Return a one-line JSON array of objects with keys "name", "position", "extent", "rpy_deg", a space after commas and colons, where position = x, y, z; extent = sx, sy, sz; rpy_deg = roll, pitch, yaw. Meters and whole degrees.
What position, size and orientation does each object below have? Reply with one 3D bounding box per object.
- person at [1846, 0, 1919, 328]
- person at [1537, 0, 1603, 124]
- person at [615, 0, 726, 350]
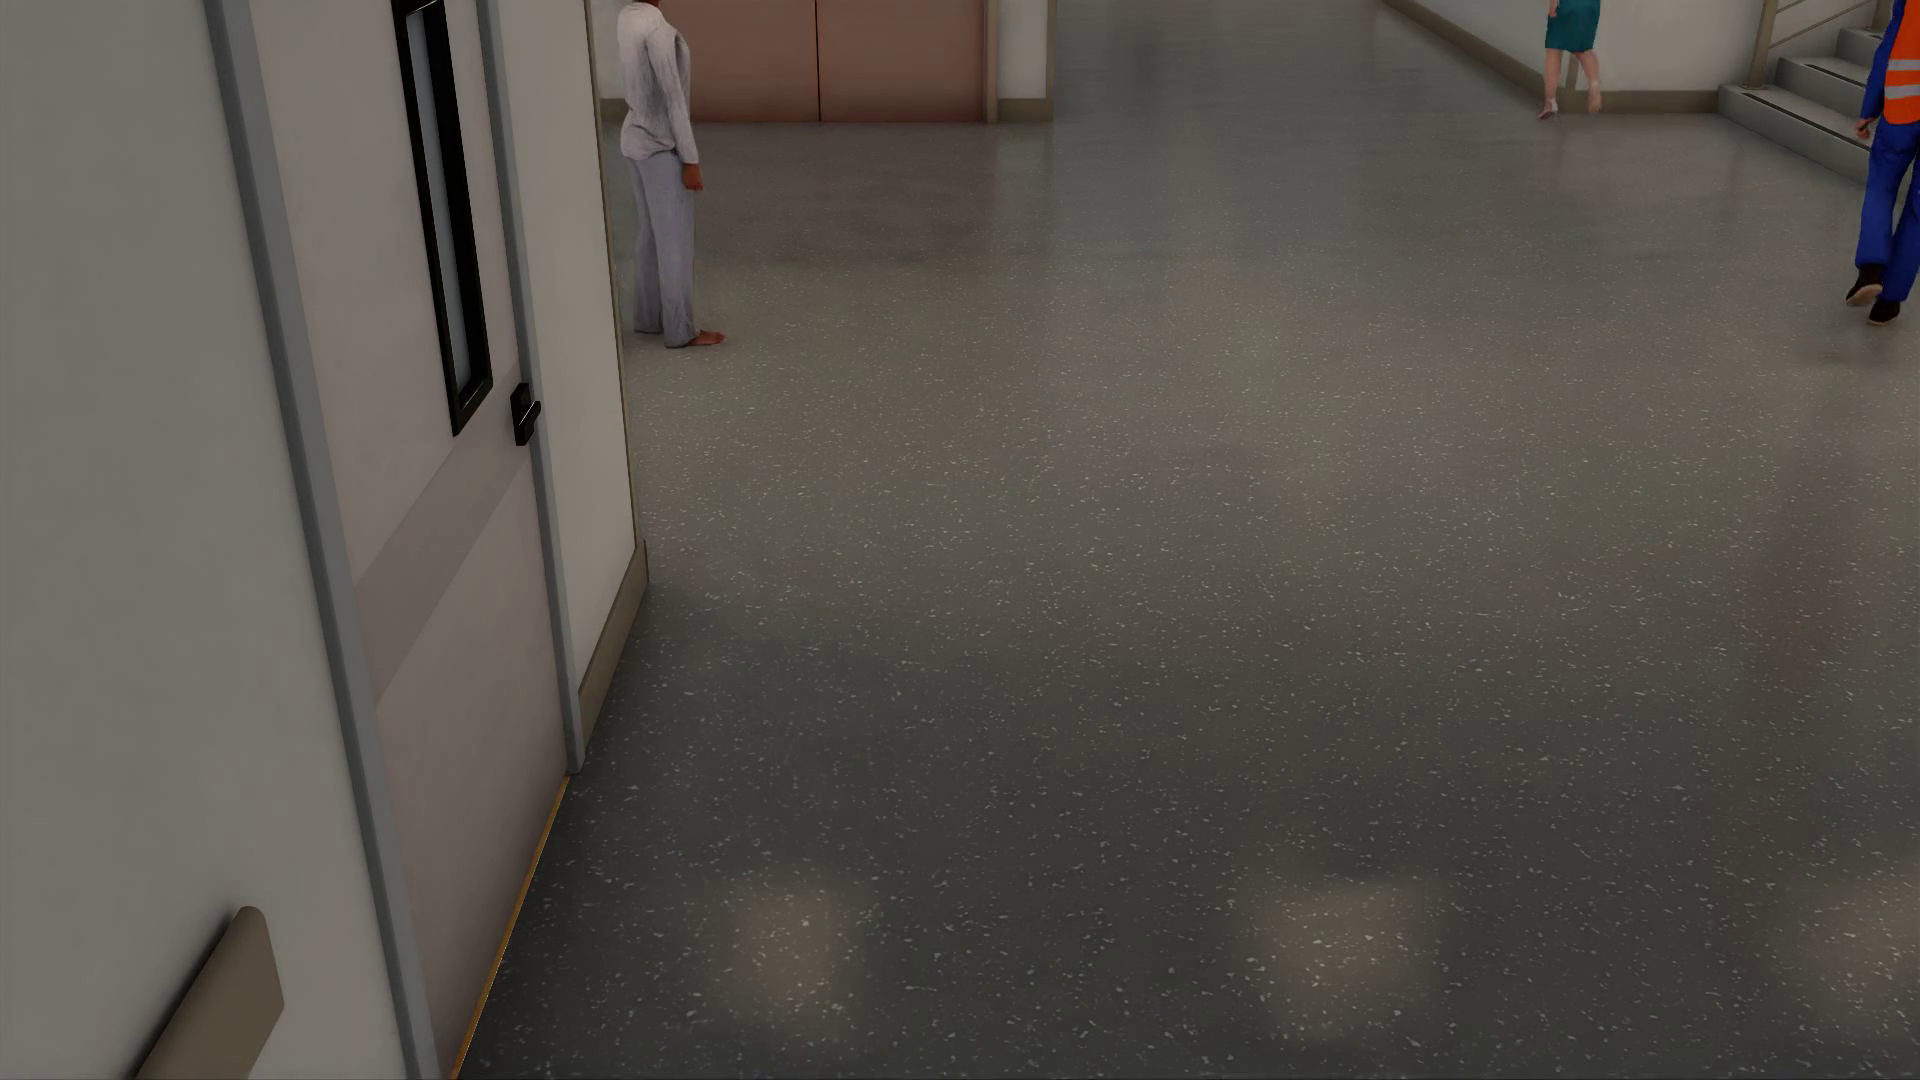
[{"name": "person", "position": [4.293, -1.844, 7.407], "extent": [0.863, 1.854, 0.934], "rpy_deg": [15, 29, 28]}, {"name": "person", "position": [4.262, -3.657, 11.380], "extent": [0.868, 1.669, 0.739], "rpy_deg": [-6, 26, -12]}, {"name": "person", "position": [-1.338, -1.710, 7.266], "extent": [0.753, 1.737, 0.745], "rpy_deg": [-15, 29, -28]}]
